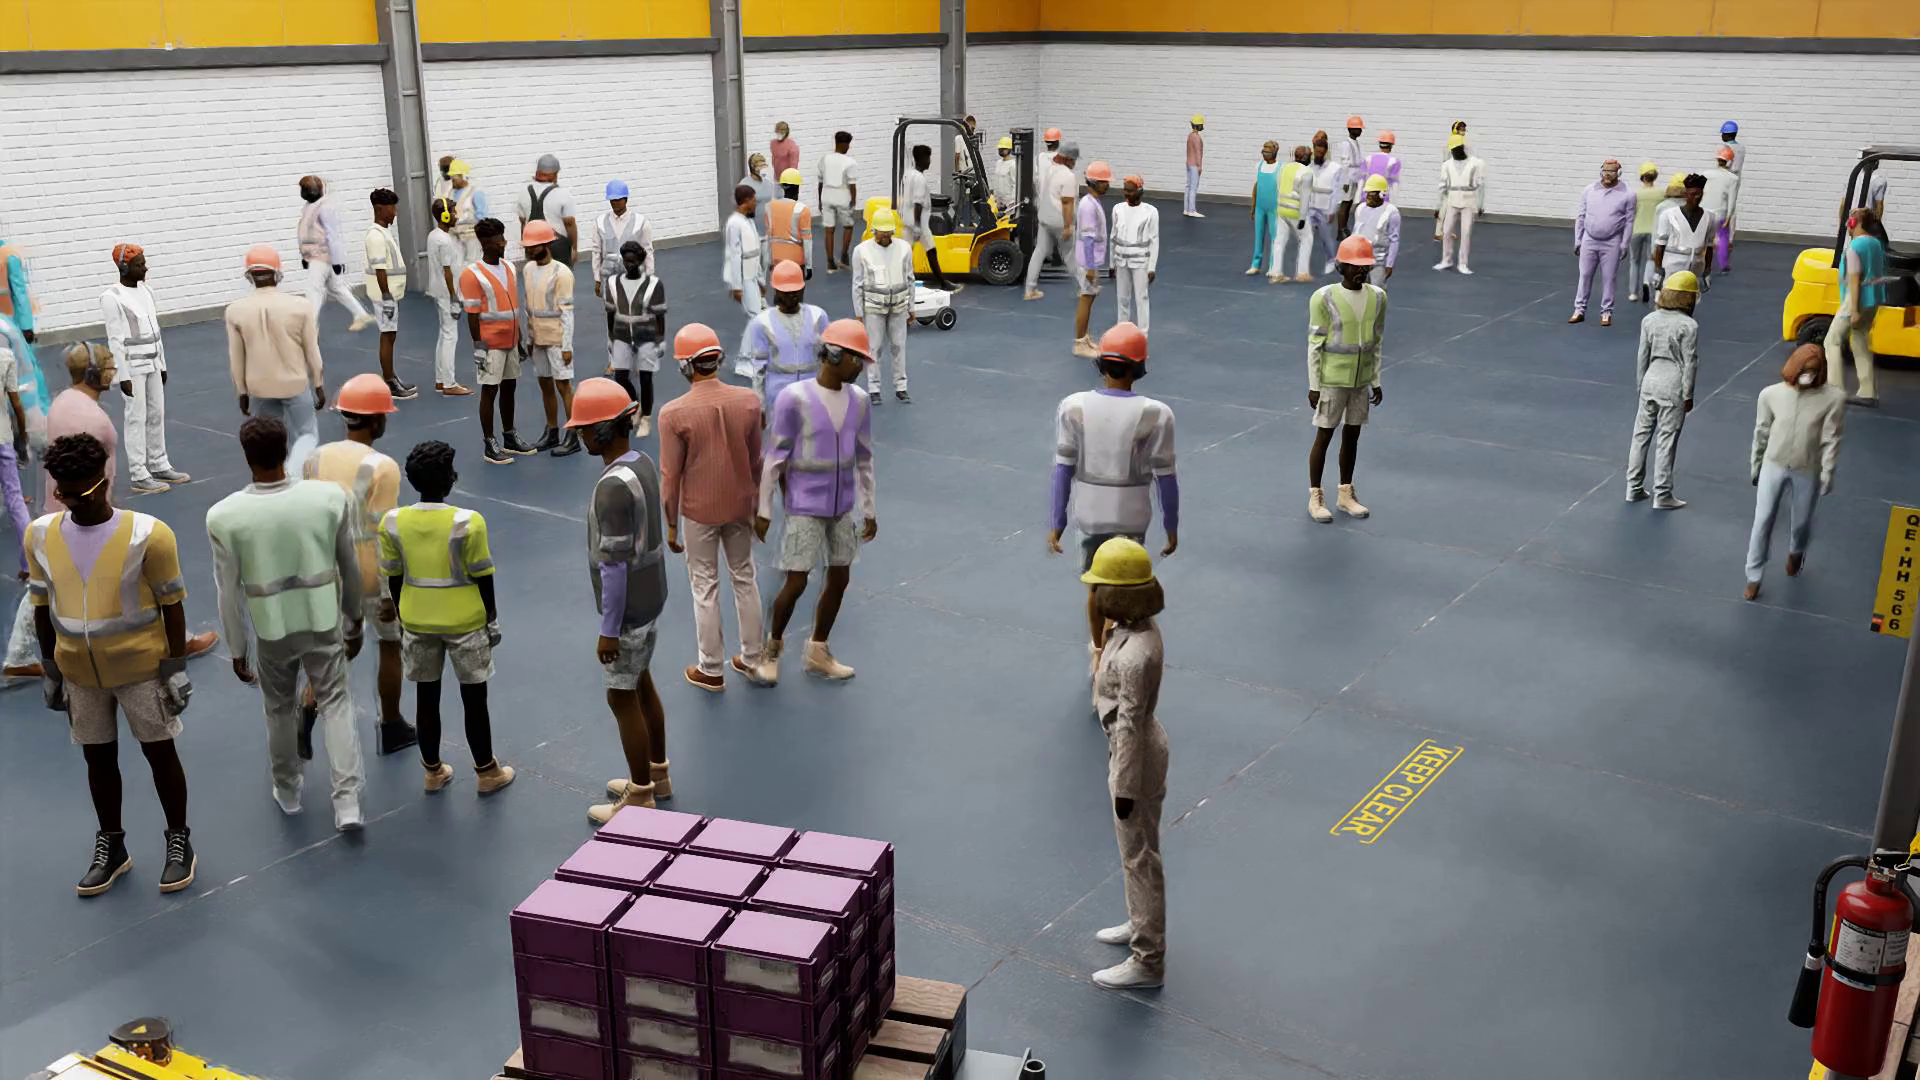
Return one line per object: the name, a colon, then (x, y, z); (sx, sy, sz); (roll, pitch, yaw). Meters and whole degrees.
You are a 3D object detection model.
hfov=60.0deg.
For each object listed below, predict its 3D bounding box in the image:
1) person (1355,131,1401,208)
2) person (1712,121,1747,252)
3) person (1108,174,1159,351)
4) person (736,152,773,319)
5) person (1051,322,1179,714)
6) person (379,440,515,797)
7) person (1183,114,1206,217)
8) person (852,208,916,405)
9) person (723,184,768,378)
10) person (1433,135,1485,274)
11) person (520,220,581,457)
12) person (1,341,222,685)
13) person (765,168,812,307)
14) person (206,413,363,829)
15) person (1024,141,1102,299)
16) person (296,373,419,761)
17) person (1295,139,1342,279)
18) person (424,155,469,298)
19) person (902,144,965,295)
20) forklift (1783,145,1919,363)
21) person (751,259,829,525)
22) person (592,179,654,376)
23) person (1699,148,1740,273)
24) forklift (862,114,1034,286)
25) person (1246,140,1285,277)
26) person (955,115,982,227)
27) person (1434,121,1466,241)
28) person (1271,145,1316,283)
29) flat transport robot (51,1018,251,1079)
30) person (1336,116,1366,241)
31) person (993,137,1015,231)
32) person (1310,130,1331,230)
person: (5.971, -4.845, 23.669); (0.569, 1.884, 0.809); (12, 21, 32)
person: (11.530, -5.324, 25.082); (0.618, 1.940, 0.416); (-10, 20, -28)
person: (1.828, -2.922, 17.648); (0.583, 1.883, 0.338); (14, 22, 37)
person: (-2.389, -3.587, 19.640); (0.376, 1.940, 0.629); (10, 20, 27)
person: (0.847, -0.147, 8.743); (0.645, 2.013, 0.839); (7, 19, 20)
person: (-2.361, 0.374, 7.643); (0.530, 1.695, 0.321); (3, 18, 8)
person: (4.150, -6.592, 29.320); (0.310, 1.768, 0.533); (-4, 18, -12)
person: (-0.697, -2.155, 15.365); (0.605, 1.817, 0.403); (-6, 19, -18)
person: (-2.091, -2.556, 16.504); (0.506, 1.886, 0.654); (2, 18, 8)
person: (6.944, -4.660, 23.088); (0.667, 1.893, 0.486); (12, 21, 32)
person: (-3.364, -1.641, 13.580); (0.547, 1.931, 0.381); (13, 22, 36)
person: (-4.762, -0.143, 9.024); (1.107, 1.865, 0.644); (-15, 23, -38)
person: (-1.825, -3.033, 17.951); (0.581, 1.919, 0.393); (9, 20, 27)
person: (-2.922, 0.375, 7.323); (0.603, 1.895, 0.740); (-9, 20, -25)
person: (1.284, -4.040, 20.893); (1.027, 2.000, 0.751); (-10, 20, -27)
person: (-2.932, 0.175, 7.952); (0.560, 1.906, 0.754); (10, 20, 29)
person: (4.910, -4.525, 22.691); (0.583, 1.887, 0.914); (10, 20, 27)
person: (-6.408, -3.961, 21.061); (0.642, 1.790, 0.900); (11, 21, 31)
person: (-0.462, -4.040, 21.101); (0.979, 1.906, 0.619); (-6, 19, -18)
forklift: (9.803, -2.879, 17.013); (2.313, 2.155, 1.214); (12, 21, 33)
person: (-1.148, -0.984, 11.524); (0.576, 1.920, 0.402); (-5, 19, -16)
person: (-3.347, -2.602, 16.543); (0.614, 1.946, 0.389); (0, 18, 1)
person: (10.451, -4.520, 22.916); (0.828, 1.716, 0.570); (-17, 24, -42)
forklift: (-0.171, -4.594, 22.377); (2.313, 2.155, 1.214); (1, 18, 3)
person: (4.209, -4.523, 22.727); (0.505, 1.842, 0.348); (13, 22, 35)
person: (0.151, -6.060, 27.484); (0.513, 1.875, 0.328); (-9, 20, -25)
person: (7.763, -5.643, 26.199); (0.519, 1.865, 0.315); (-14, 22, -37)
person: (4.507, -4.342, 22.212); (0.693, 1.810, 0.635); (-10, 20, -28)
flat transport robot: (-2.855, 1.951, 5.014); (0.652, 0.197, 1.431); (9, 20, 26)
person: (6.163, -5.687, 26.213); (0.355, 1.938, 0.545); (9, 20, 27)
person: (0.655, -4.972, 24.249); (0.301, 1.772, 0.523); (-12, 21, -32)
person: (5.889, -5.919, 27.430); (0.497, 1.632, 0.289); (-7, 19, -21)
